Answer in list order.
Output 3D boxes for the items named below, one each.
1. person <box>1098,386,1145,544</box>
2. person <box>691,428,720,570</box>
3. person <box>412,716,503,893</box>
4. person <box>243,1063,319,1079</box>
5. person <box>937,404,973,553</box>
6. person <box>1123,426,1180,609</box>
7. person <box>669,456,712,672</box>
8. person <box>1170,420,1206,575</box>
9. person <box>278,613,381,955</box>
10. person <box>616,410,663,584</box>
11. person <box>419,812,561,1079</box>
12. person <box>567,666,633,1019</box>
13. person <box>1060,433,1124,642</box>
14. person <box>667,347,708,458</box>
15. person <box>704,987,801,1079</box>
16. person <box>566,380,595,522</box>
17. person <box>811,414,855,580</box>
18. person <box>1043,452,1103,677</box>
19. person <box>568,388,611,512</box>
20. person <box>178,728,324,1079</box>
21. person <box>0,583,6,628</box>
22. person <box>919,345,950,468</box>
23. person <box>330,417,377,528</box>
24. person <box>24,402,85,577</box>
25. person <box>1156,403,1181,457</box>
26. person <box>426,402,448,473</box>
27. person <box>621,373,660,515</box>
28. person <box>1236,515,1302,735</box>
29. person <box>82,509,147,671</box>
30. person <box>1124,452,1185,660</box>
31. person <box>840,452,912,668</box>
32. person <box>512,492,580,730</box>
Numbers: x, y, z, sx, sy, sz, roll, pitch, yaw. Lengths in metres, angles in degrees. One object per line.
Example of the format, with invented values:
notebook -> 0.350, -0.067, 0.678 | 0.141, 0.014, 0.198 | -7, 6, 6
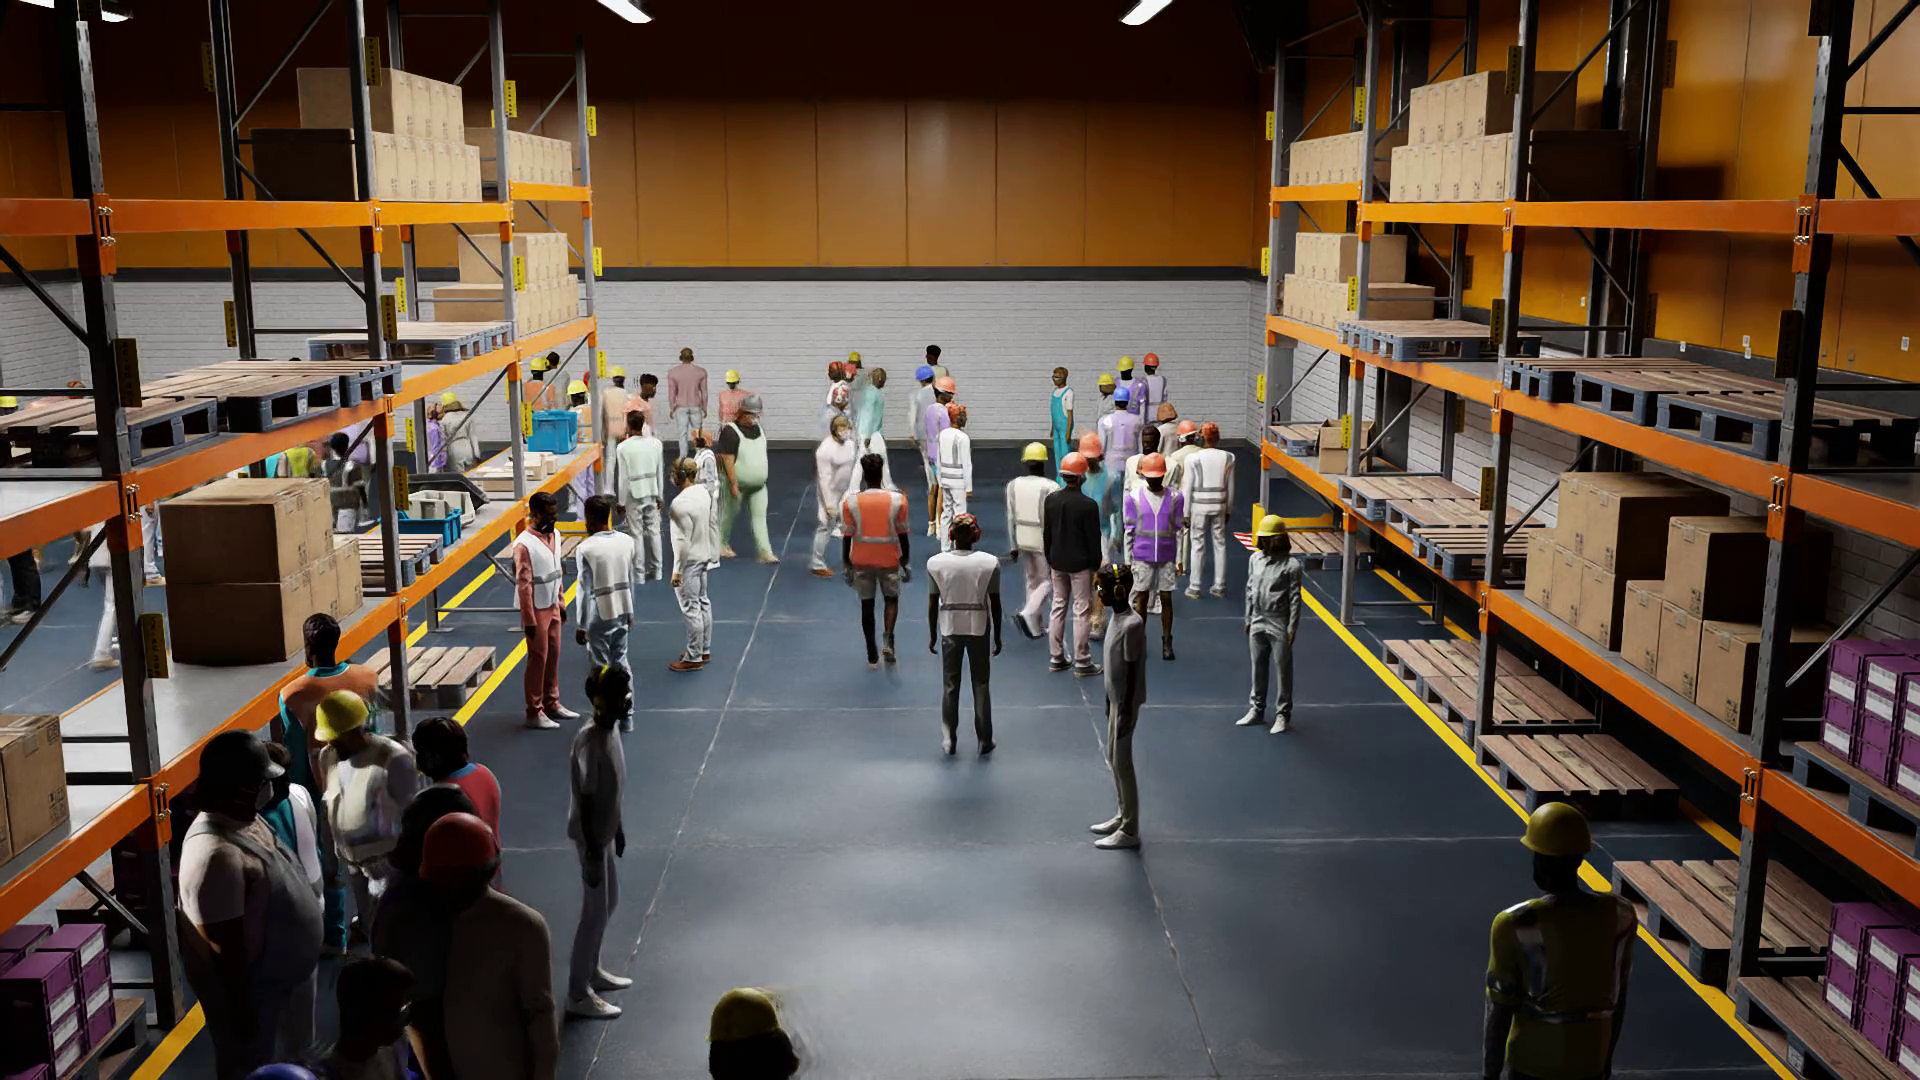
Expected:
person -> 1.974, -0.916, 20.455 | 0.605, 1.948, 0.404 | -1, 11, -5
person -> -2.908, -0.474, 19.028 | 0.314, 1.636, 0.515 | -4, 12, -19
person -> -2.326, 1.700, 7.651 | 0.429, 1.831, 0.636 | 1, 11, 7
person -> -1.670, 2.296, 4.405 | 0.472, 1.922, 0.651 | -1, 11, -6
person -> -0.040, -0.632, 19.200 | 0.352, 1.883, 0.579 | -8, 14, -36
person -> 1.948, -0.220, 17.041 | 0.597, 1.918, 0.382 | 5, 13, 26
person -> -2.418, 0.208, 14.848 | 0.368, 1.939, 0.633 | 2, 11, 10
person -> 2.564, -0.483, 18.807 | 0.569, 1.742, 0.369 | -7, 13, -32
person -> -3.455, 1.345, 9.199 | 0.391, 1.919, 0.591 | 8, 14, 33
person -> -3.511, -0.475, 18.327 | 0.373, 1.914, 0.596 | 10, 15, 40
person -> -1.766, 1.932, 6.091 | 0.627, 1.985, 0.409 | 4, 12, 18
person -> -1.844, 1.525, 8.506 | 0.429, 1.846, 0.537 | 0, 11, 1
person -> 1.283, -0.066, 16.139 | 0.628, 1.987, 1.066 | 2, 11, 11
person -> -4.299, -2.077, 26.303 | 0.629, 1.939, 0.374 | -3, 12, -15
person -> -0.616, 2.256, 5.207 | 0.854, 1.684, 0.598 | -4, 12, -20
person -> -4.888, -1.103, 21.495 | 0.396, 1.913, 0.591 | 4, 12, 19
person -> -1.309, -0.452, 18.300 | 0.933, 1.878, 0.673 | 8, 14, 35
person -> 1.003, 0.215, 14.666 | 0.611, 1.997, 0.375 | 10, 15, 40
person -> -5.068, -1.239, 22.653 | 0.679, 1.720, 0.502 | -4, 12, -20
person -> -2.897, 1.751, 6.854 | 0.535, 2.000, 0.684 | -4, 12, -19
person -> -9.537, 0.018, 16.012 | 0.598, 1.850, 0.681 | 2, 11, 11
person -> -0.416, -2.126, 26.481 | 0.367, 1.966, 0.607 | 9, 14, 38
person -> -7.811, -1.068, 21.371 | 0.628, 1.892, 0.734 | 1, 11, 4
person -> -10.279, -0.598, 18.826 | 0.624, 1.971, 1.151 | 0, 11, 2
person -> 2.671, -0.957, 21.486 | 0.504, 1.629, 0.284 | -10, 15, -42
person -> -6.775, -0.967, 21.519 | 0.312, 1.632, 0.526 | -4, 12, -20
person -> -4.292, -1.269, 22.280 | 0.720, 1.917, 0.623 | 0, 11, 2
person -> 2.441, 0.659, 13.076 | 0.317, 1.743, 0.488 | -11, 16, -43
person -> -7.672, 0.248, 15.079 | 0.525, 1.784, 0.957 | 2, 11, 8
person -> 1.771, 0.151, 15.185 | 0.548, 1.924, 0.387 | 0, 11, 2
person -> -0.753, 0.184, 14.923 | 0.635, 1.950, 0.414 | 0, 11, -2
person -> -3.324, 0.554, 13.205 | 0.410, 1.908, 0.598 | 3, 12, 14
